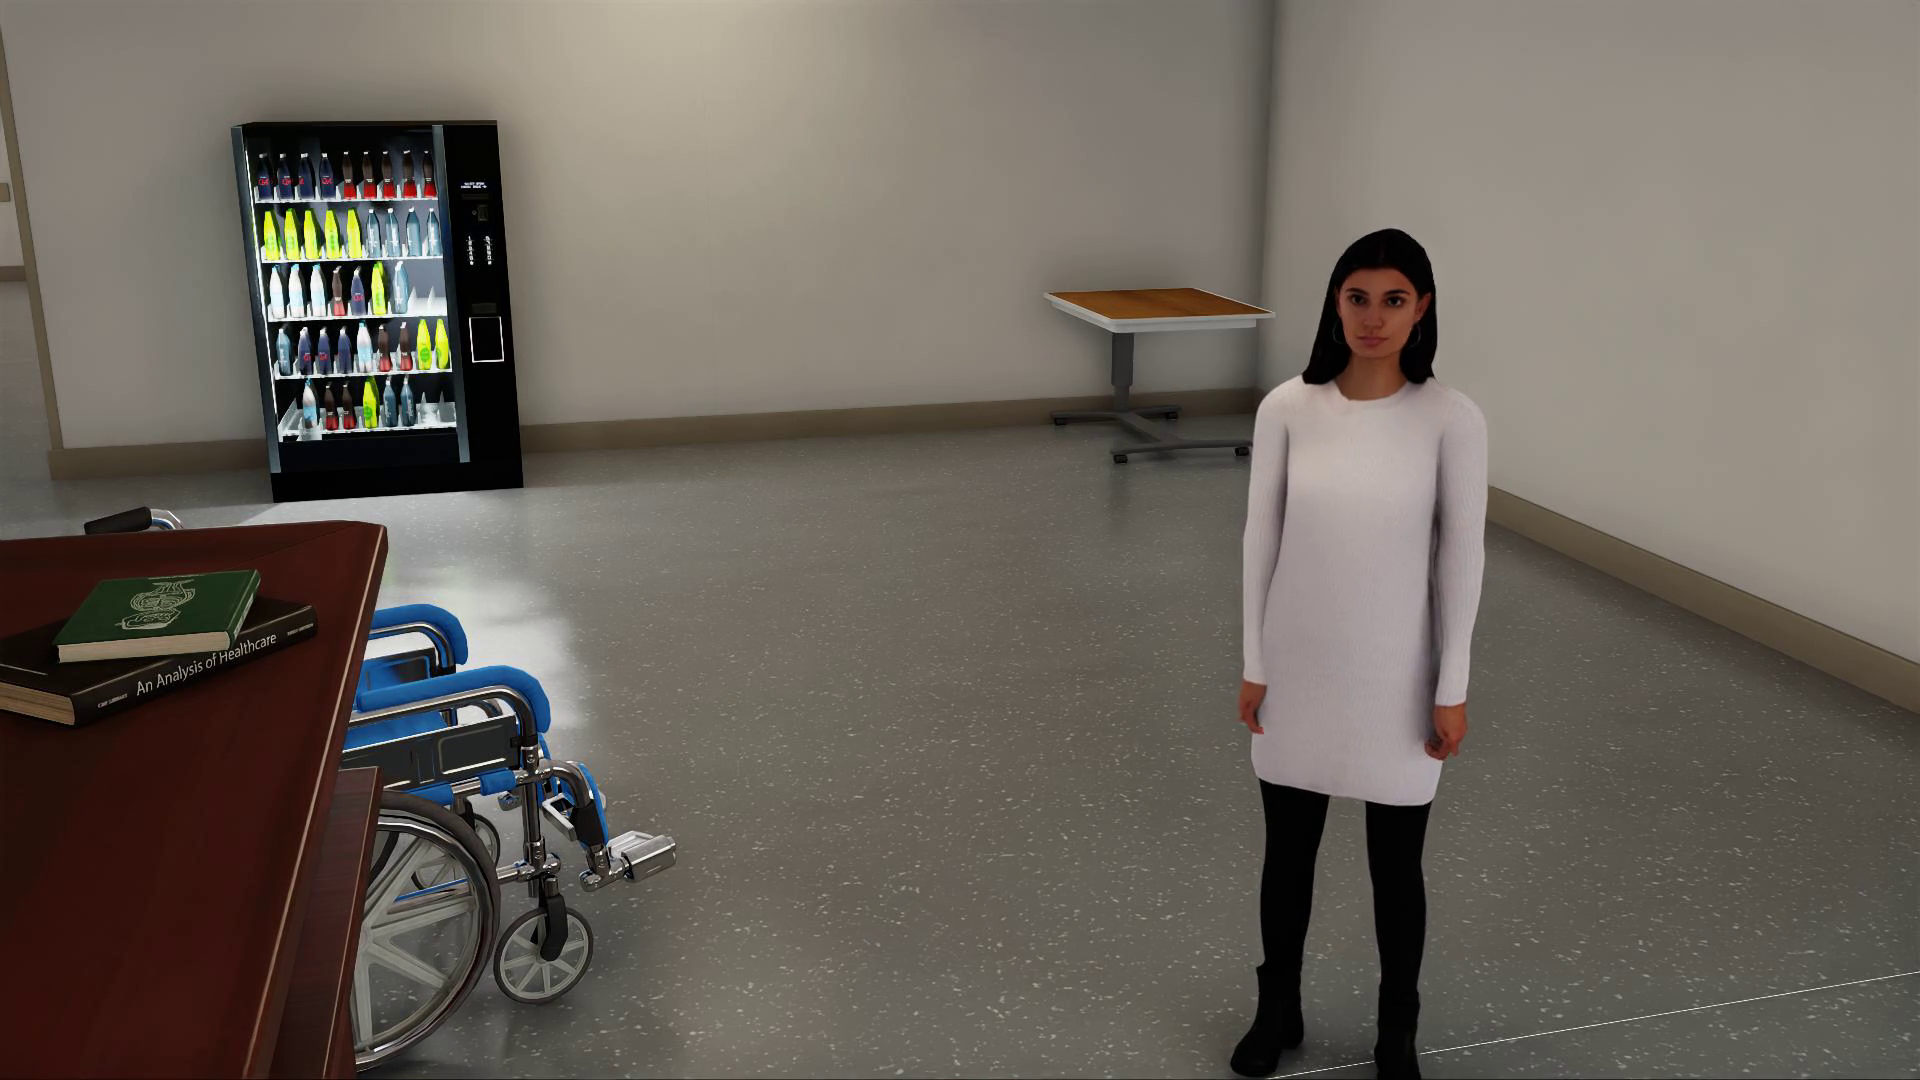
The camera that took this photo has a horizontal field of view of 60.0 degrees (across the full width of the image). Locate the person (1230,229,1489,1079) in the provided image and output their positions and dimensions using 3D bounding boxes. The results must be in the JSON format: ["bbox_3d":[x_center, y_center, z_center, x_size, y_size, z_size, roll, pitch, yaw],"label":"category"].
[{"bbox_3d":[0.796,0.285,3.333,0.676,1.801,0.755,7,17,24],"label":"person"}]
